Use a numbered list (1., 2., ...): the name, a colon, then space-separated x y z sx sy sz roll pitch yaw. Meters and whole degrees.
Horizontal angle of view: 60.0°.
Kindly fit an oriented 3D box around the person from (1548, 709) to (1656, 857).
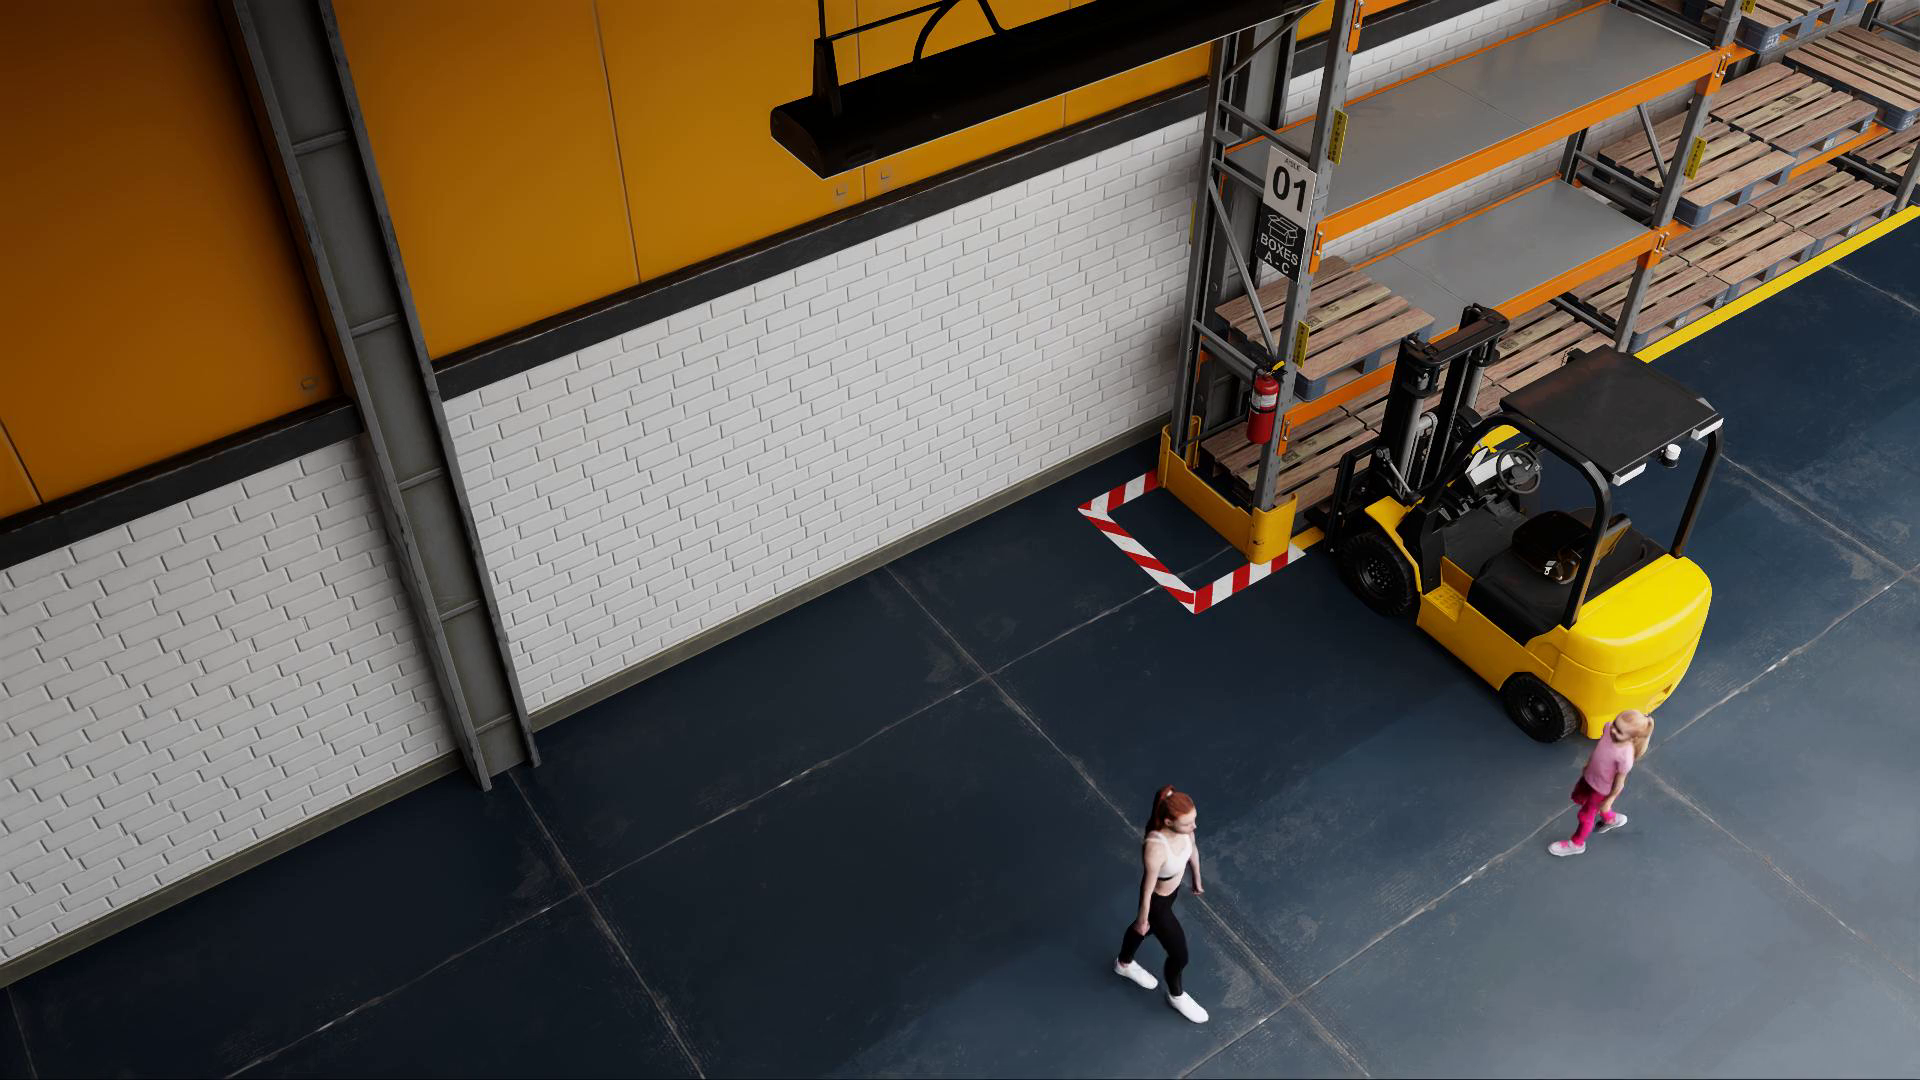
1. person: 3.842 1.417 9.820 0.779 1.260 0.676 -3 44 -3

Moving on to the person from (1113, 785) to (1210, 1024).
1. person: 1.000 1.884 8.990 0.864 1.728 0.891 23 48 22
